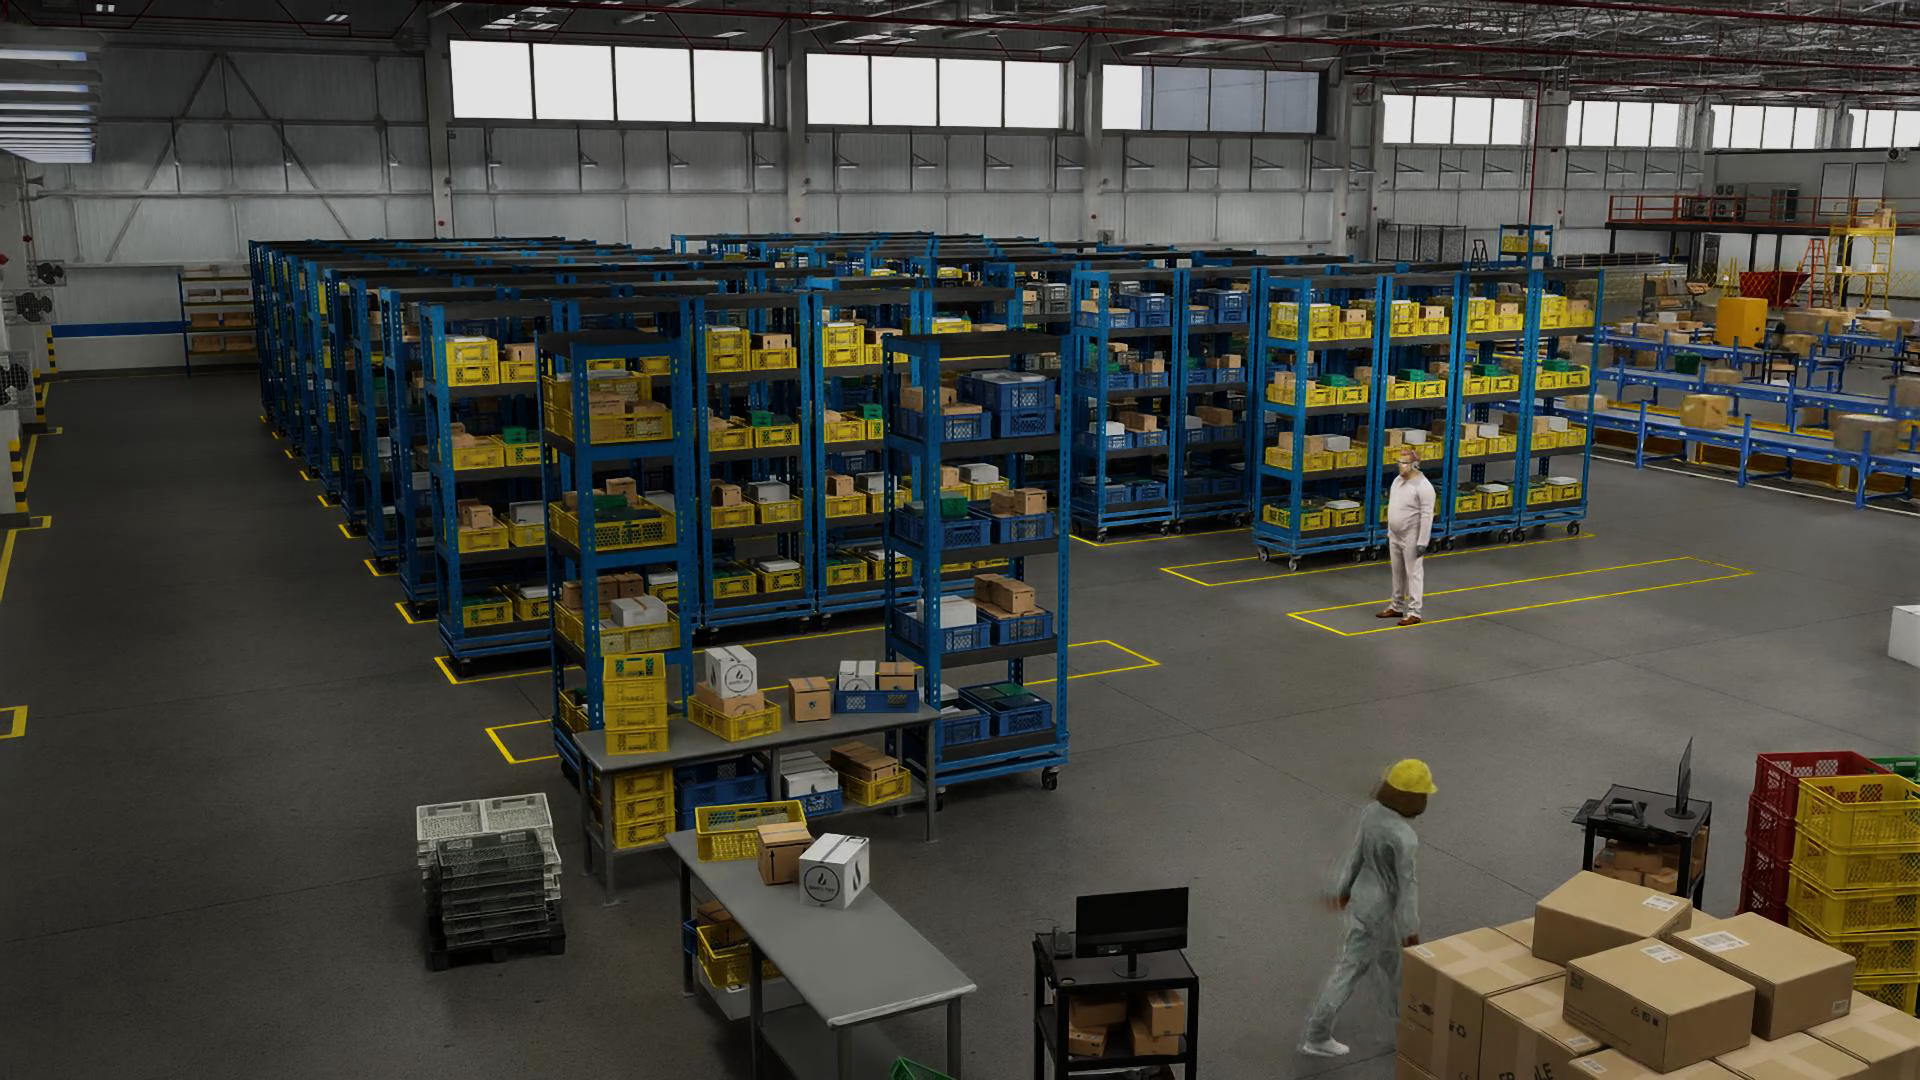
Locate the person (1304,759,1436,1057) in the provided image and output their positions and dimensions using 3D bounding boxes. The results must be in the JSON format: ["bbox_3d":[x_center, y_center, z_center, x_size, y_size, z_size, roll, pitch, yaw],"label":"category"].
[{"bbox_3d":[2.304,1.988,8.990,0.920,1.690,0.507,-1,12,-4],"label":"person"}]

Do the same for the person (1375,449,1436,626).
[{"bbox_3d":[4.811,-0.034,17.961,0.401,1.910,0.640,-5,13,-20],"label":"person"}]
